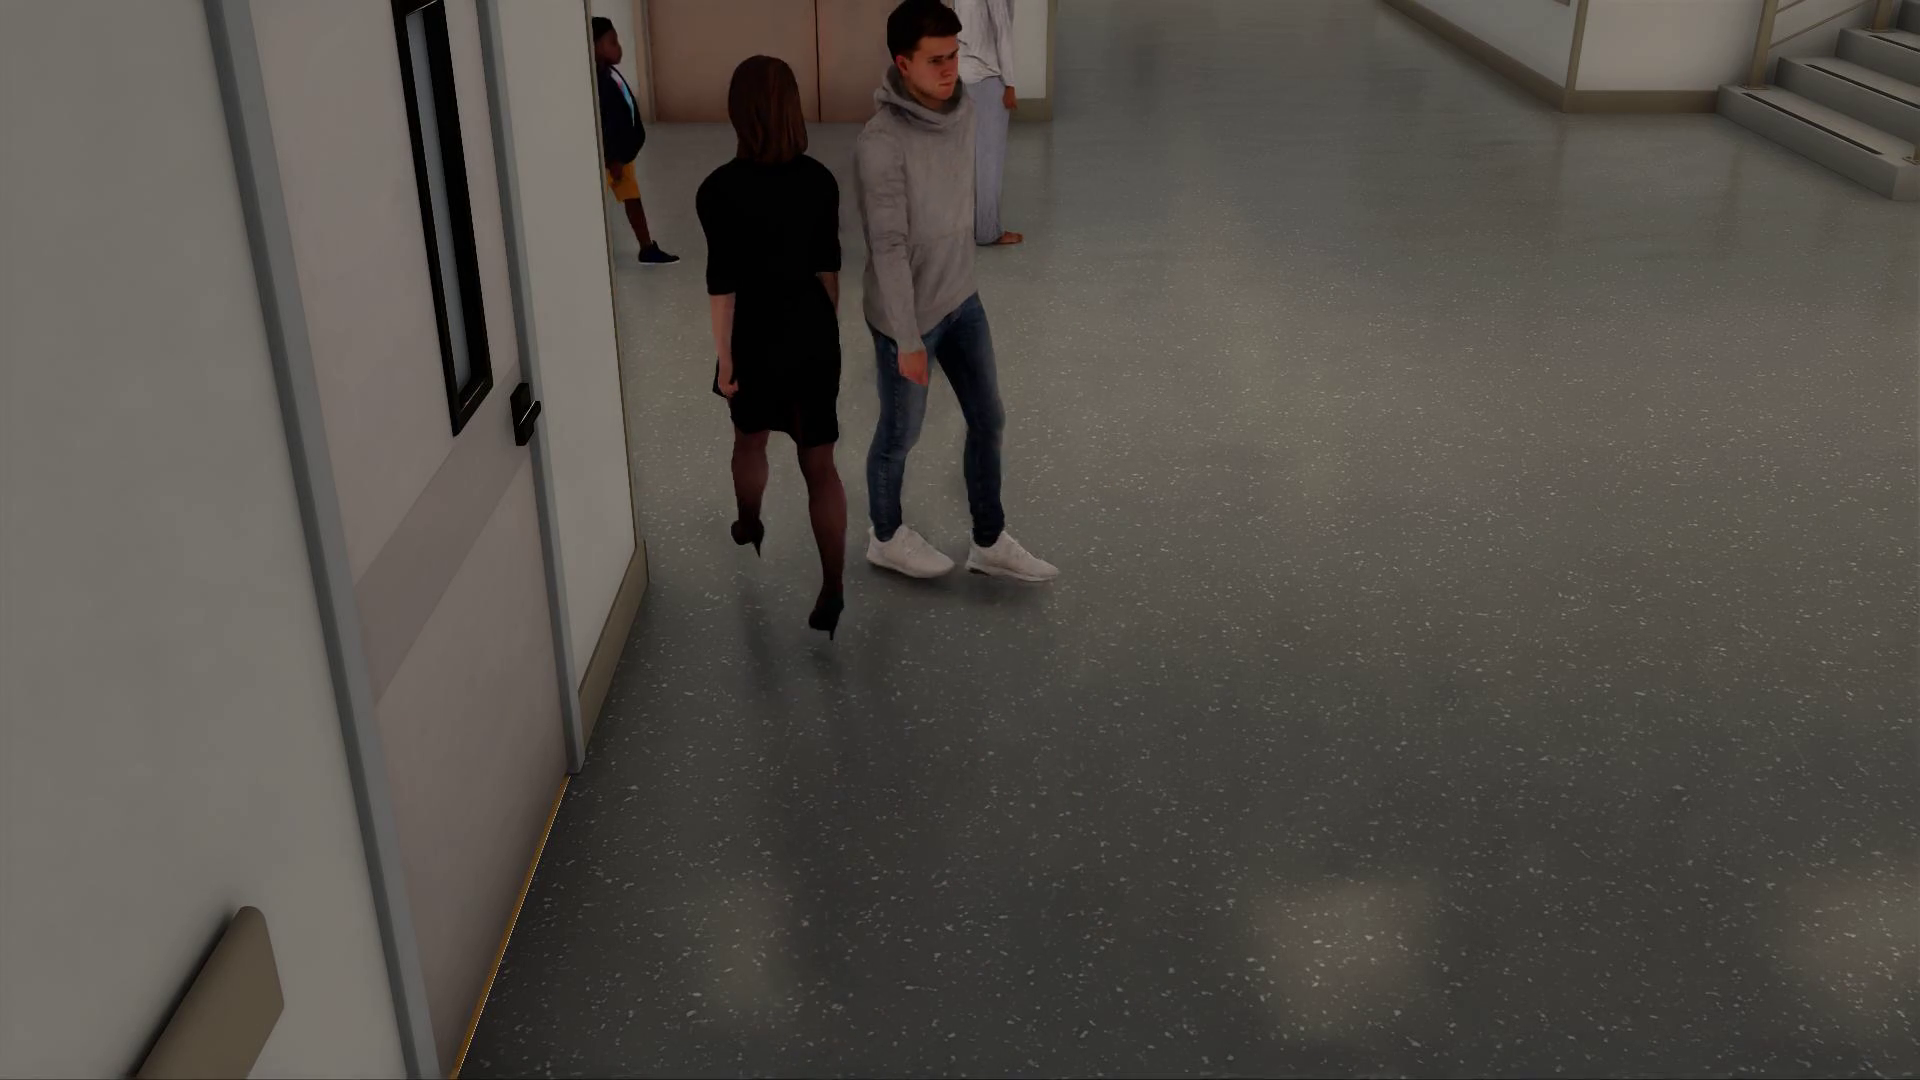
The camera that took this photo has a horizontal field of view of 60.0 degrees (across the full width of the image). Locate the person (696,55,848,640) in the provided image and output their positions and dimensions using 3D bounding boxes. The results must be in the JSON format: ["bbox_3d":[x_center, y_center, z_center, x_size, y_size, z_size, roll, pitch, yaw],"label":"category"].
[{"bbox_3d":[-0.485,-0.496,4.849,1.110,1.648,0.983,-12,28,-23],"label":"person"}]

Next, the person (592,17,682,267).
[{"bbox_3d":[-1.832,-1.955,8.335,0.867,1.249,0.517,0,26,1],"label":"person"}]

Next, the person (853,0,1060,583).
[{"bbox_3d":[-0.193,-0.714,5.094,1.056,1.829,0.958,16,30,29],"label":"person"}]

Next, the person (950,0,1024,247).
[{"bbox_3d":[0.107,-2.460,8.821,0.726,1.736,0.712,-16,30,-29],"label":"person"}]
